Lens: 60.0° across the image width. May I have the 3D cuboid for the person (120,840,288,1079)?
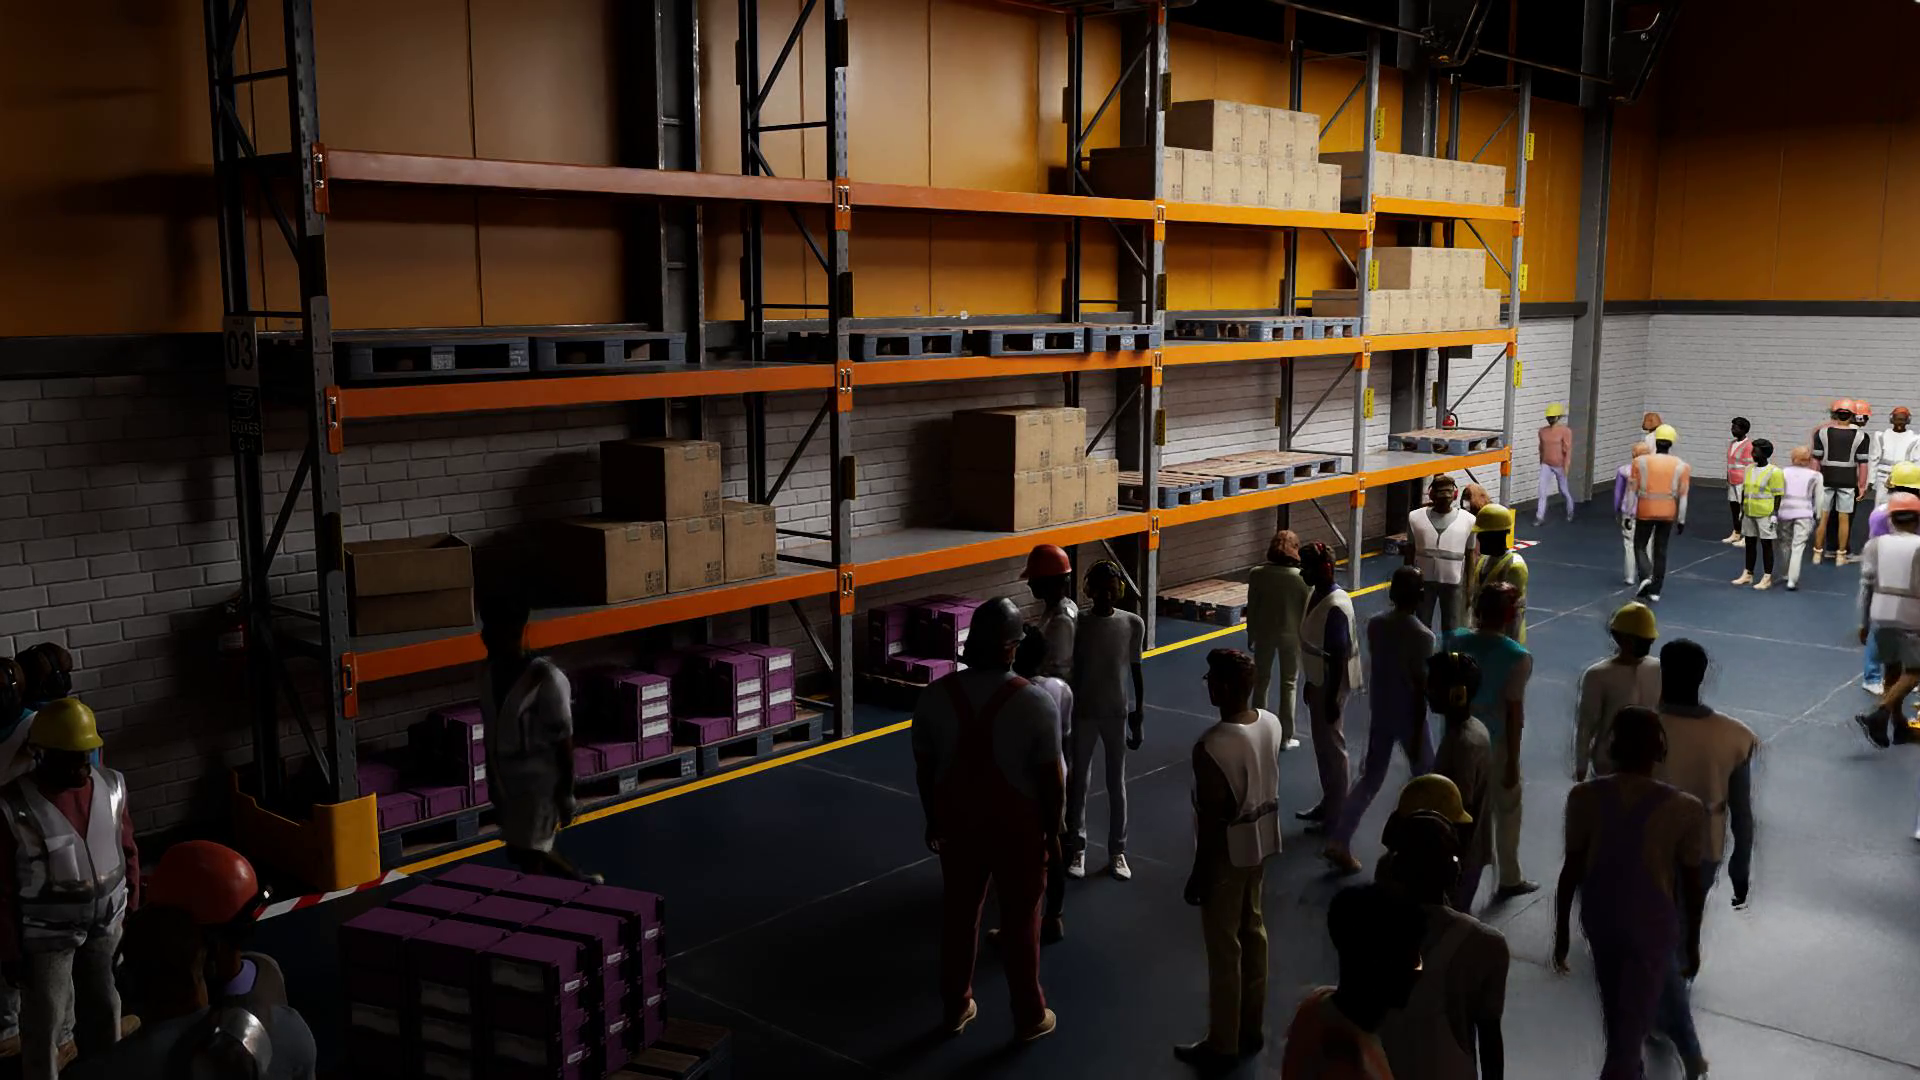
[{"bbox_3d":[-1.875,1.756,4.247,0.374,2.044,0.607,-3,9,-18],"label":"person"}]

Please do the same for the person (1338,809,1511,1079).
[{"bbox_3d":[1.397,1.728,5.092,0.504,1.840,0.340,3,9,17],"label":"person"}]

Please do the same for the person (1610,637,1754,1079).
[{"bbox_3d":[3.136,1.381,7.219,0.602,1.888,0.827,0,9,2],"label":"person"}]

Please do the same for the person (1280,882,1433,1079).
[{"bbox_3d":[1.070,1.810,4.304,0.999,1.908,0.620,1,9,5],"label":"person"}]

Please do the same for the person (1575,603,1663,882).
[{"bbox_3d":[3.605,1.177,9.049,0.533,1.723,0.915,-3,9,-16],"label":"person"}]

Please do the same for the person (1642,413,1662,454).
[{"bbox_3d":[9.503,-0.937,22.929,0.286,1.633,0.499,7,11,36],"label":"person"}]

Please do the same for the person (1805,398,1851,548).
[{"bbox_3d":[11.142,-0.848,21.348,0.926,1.958,0.643,-3,9,-19],"label":"person"}]

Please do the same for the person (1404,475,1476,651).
[{"bbox_3d":[3.969,0.373,13.787,0.570,1.847,0.377,4,10,22],"label":"person"}]

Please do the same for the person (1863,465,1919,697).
[{"bbox_3d":[7.791,0.330,13.813,0.594,1.926,0.366,-4,10,-23],"label":"person"}]

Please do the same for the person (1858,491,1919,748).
[{"bbox_3d":[6.855,0.604,12.187,0.729,1.889,0.624,-6,11,-35],"label":"person"}]

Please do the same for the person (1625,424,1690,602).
[{"bbox_3d":[7.463,-0.286,17.826,0.616,1.909,0.420,3,9,17],"label":"person"}]

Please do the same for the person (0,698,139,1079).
[{"bbox_3d":[-3.494,1.511,6.546,0.403,1.824,0.591,5,10,31],"label":"person"}]

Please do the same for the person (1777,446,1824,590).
[{"bbox_3d":[9.374,-0.250,18.645,0.524,1.587,0.877,5,10,31],"label":"person"}]

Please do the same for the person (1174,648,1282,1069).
[{"bbox_3d":[1.196,1.385,7.270,0.386,1.845,0.568,7,11,39],"label":"person"}]

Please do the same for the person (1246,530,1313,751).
[{"bbox_3d":[2.342,0.735,12.184,0.504,1.623,0.287,4,10,23],"label":"person"}]

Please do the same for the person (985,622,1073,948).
[{"bbox_3d":[0.358,1.264,8.560,0.542,1.691,0.319,-7,11,-39],"label":"person"}]

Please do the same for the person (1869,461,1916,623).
[{"bbox_3d":[8.878,0.118,15.777,0.325,1.740,0.493,0,9,-2],"label":"person"}]

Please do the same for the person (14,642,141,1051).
[{"bbox_3d":[-4.021,1.364,7.422,0.626,1.844,0.429,2,9,15],"label":"person"}]

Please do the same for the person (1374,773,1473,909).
[{"bbox_3d":[1.598,1.662,5.854,0.338,1.735,0.486,-1,9,-3],"label":"person"}]

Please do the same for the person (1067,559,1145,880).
[{"bbox_3d":[0.806,1.027,9.550,0.509,1.860,0.333,0,9,2],"label":"person"}]

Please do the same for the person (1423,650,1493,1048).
[{"bbox_3d":[2.127,1.393,7.183,0.327,1.863,0.510,3,9,16],"label":"person"}]

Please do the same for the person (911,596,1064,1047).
[{"bbox_3d":[0.162,1.250,7.517,0.690,2.000,0.538,3,9,20],"label":"person"}]

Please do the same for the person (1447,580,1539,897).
[{"bbox_3d":[2.832,1.120,9.113,0.875,1.815,0.587,-5,10,-30],"label":"person"}]

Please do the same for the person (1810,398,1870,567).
[{"bbox_3d":[10.601,-0.690,20.077,0.612,2.031,0.403,5,10,29],"label":"person"}]

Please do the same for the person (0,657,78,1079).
[{"bbox_3d":[-4.095,1.404,7.160,0.621,1.845,0.429,2,9,13],"label":"person"}]

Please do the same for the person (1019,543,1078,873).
[{"bbox_3d":[0.531,0.974,9.667,0.387,1.929,0.543,1,9,3],"label":"person"}]

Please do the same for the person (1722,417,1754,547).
[{"bbox_3d":[10.127,-0.756,21.601,0.321,1.686,0.539,0,9,-2],"label":"person"}]

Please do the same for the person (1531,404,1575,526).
[{"bbox_3d":[8.439,-1.075,23.527,0.887,1.727,0.534,-8,12,-43],"label":"person"}]

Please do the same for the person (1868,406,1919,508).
[{"bbox_3d":[11.756,-0.742,20.905,0.584,1.878,0.342,8,12,41],"label":"person"}]

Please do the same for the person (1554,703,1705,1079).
[{"bbox_3d":[2.593,1.537,6.485,0.508,1.802,0.959,7,11,39],"label":"person"}]

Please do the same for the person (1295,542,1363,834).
[{"bbox_3d":[2.286,0.918,10.363,0.416,1.828,0.562,0,9,0],"label":"person"}]

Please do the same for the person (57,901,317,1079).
[{"bbox_3d":[-1.896,1.828,4.132,0.373,1.935,0.628,9,12,44],"label":"person"}]

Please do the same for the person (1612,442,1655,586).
[{"bbox_3d":[7.691,-0.308,18.896,0.538,1.612,0.654,3,9,20],"label":"person"}]

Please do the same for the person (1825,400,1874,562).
[{"bbox_3d":[10.946,-0.726,20.446,0.408,1.986,0.617,0,9,1],"label":"person"}]

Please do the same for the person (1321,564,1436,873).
[{"bbox_3d":[2.498,1.044,9.639,0.881,1.815,0.505,-7,11,-37],"label":"person"}]

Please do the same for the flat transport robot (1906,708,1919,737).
[{"bbox_3d":[7.767,1.319,12.753,0.652,0.197,1.431,8,12,41],"label":"flat transport robot"}]

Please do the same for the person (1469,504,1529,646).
[{"bbox_3d":[3.678,0.702,11.461,0.396,1.919,0.581,-1,9,-9],"label":"person"}]

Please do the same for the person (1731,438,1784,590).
[{"bbox_3d":[8.915,-0.292,18.556,0.318,1.698,0.539,-3,9,-20],"label":"person"}]

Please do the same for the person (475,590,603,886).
[{"bbox_3d":[-2.109,1.173,8.369,0.612,1.941,0.787,6,11,34],"label":"person"}]
